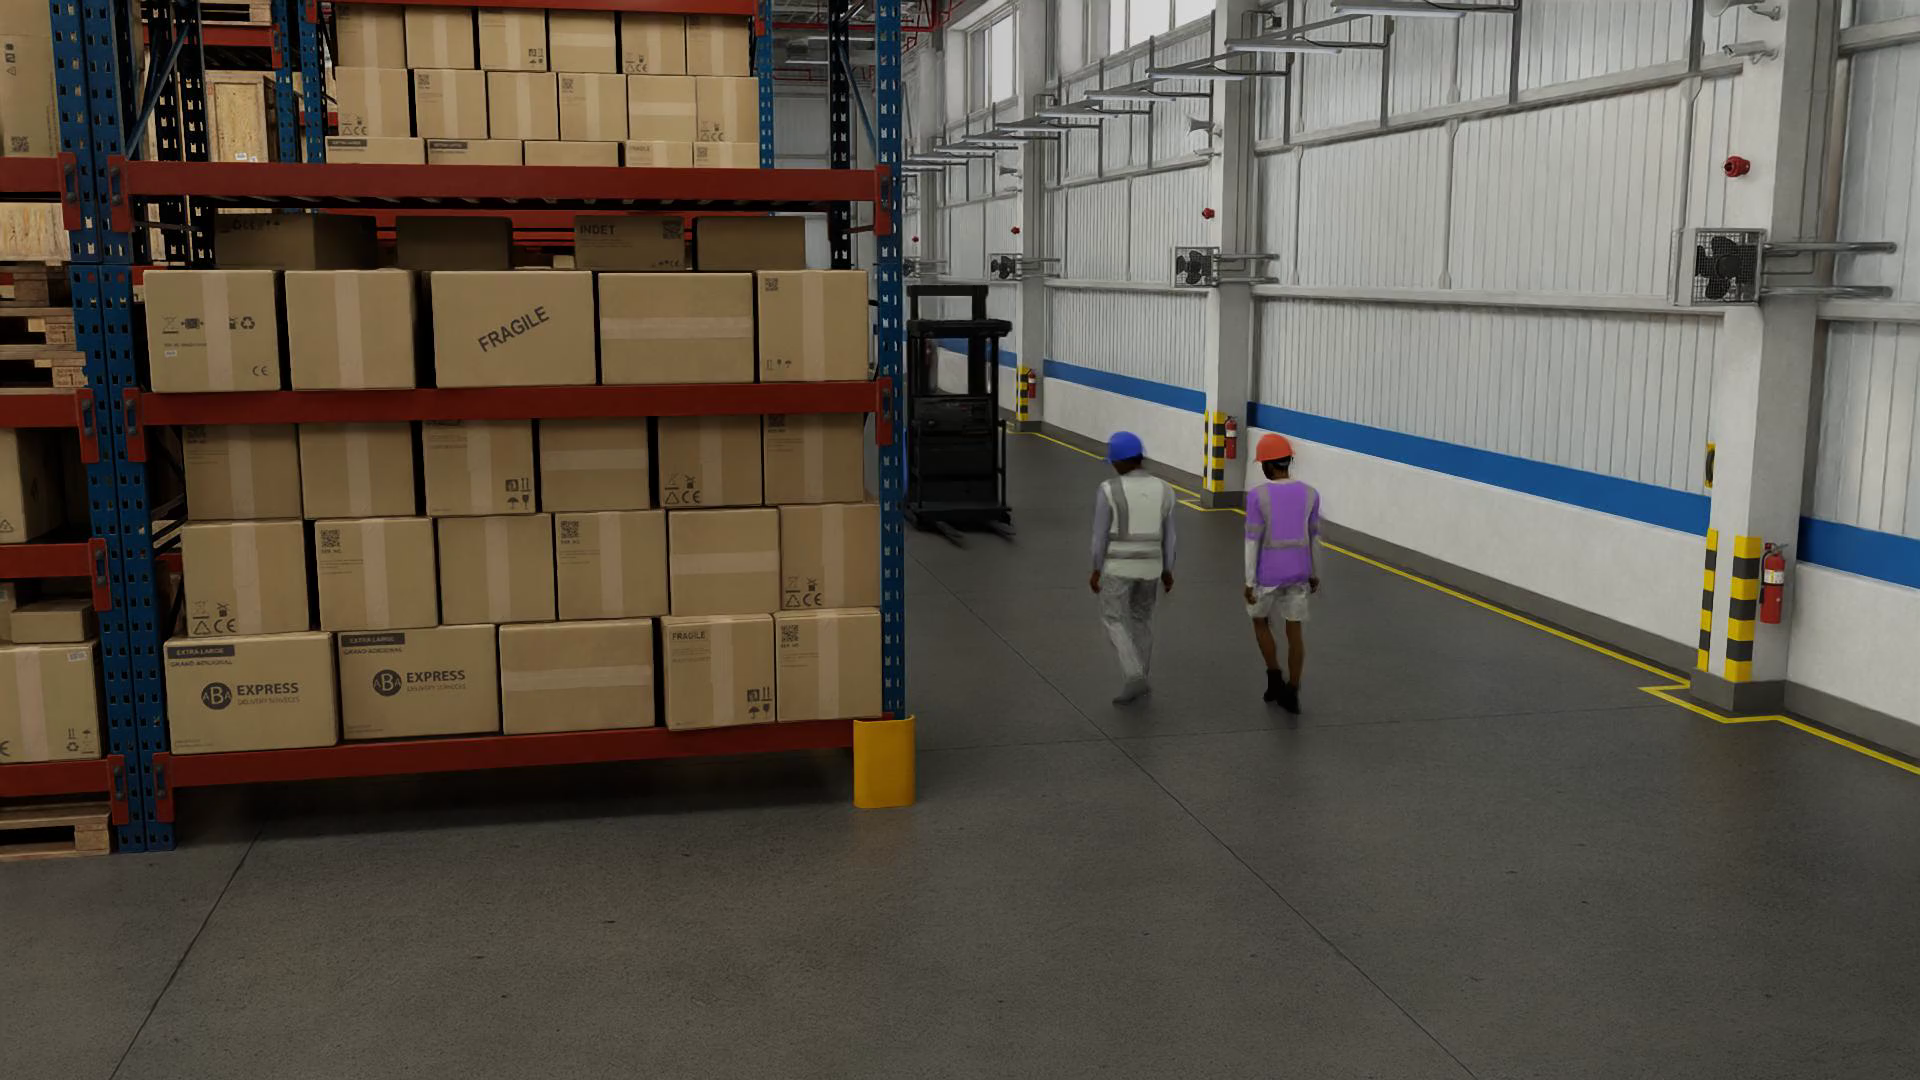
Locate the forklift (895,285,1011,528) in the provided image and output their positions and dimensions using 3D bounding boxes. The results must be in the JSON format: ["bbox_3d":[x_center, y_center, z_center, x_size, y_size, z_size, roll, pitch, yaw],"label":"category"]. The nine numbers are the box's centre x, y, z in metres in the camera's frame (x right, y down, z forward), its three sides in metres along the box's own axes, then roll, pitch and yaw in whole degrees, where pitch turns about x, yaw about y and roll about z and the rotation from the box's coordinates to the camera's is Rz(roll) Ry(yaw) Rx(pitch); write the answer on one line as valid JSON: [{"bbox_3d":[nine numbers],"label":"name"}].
[{"bbox_3d":[-0.154,-1.658,19.905,1.129,2.768,1.873,-2,10,-12],"label":"forklift"}]

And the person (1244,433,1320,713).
[{"bbox_3d":[2.208,0.224,11.386,0.607,1.909,0.467,-1,9,-9],"label":"person"}]

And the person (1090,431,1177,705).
[{"bbox_3d":[1.227,0.206,11.579,0.645,1.920,0.773,-4,10,-22],"label":"person"}]
